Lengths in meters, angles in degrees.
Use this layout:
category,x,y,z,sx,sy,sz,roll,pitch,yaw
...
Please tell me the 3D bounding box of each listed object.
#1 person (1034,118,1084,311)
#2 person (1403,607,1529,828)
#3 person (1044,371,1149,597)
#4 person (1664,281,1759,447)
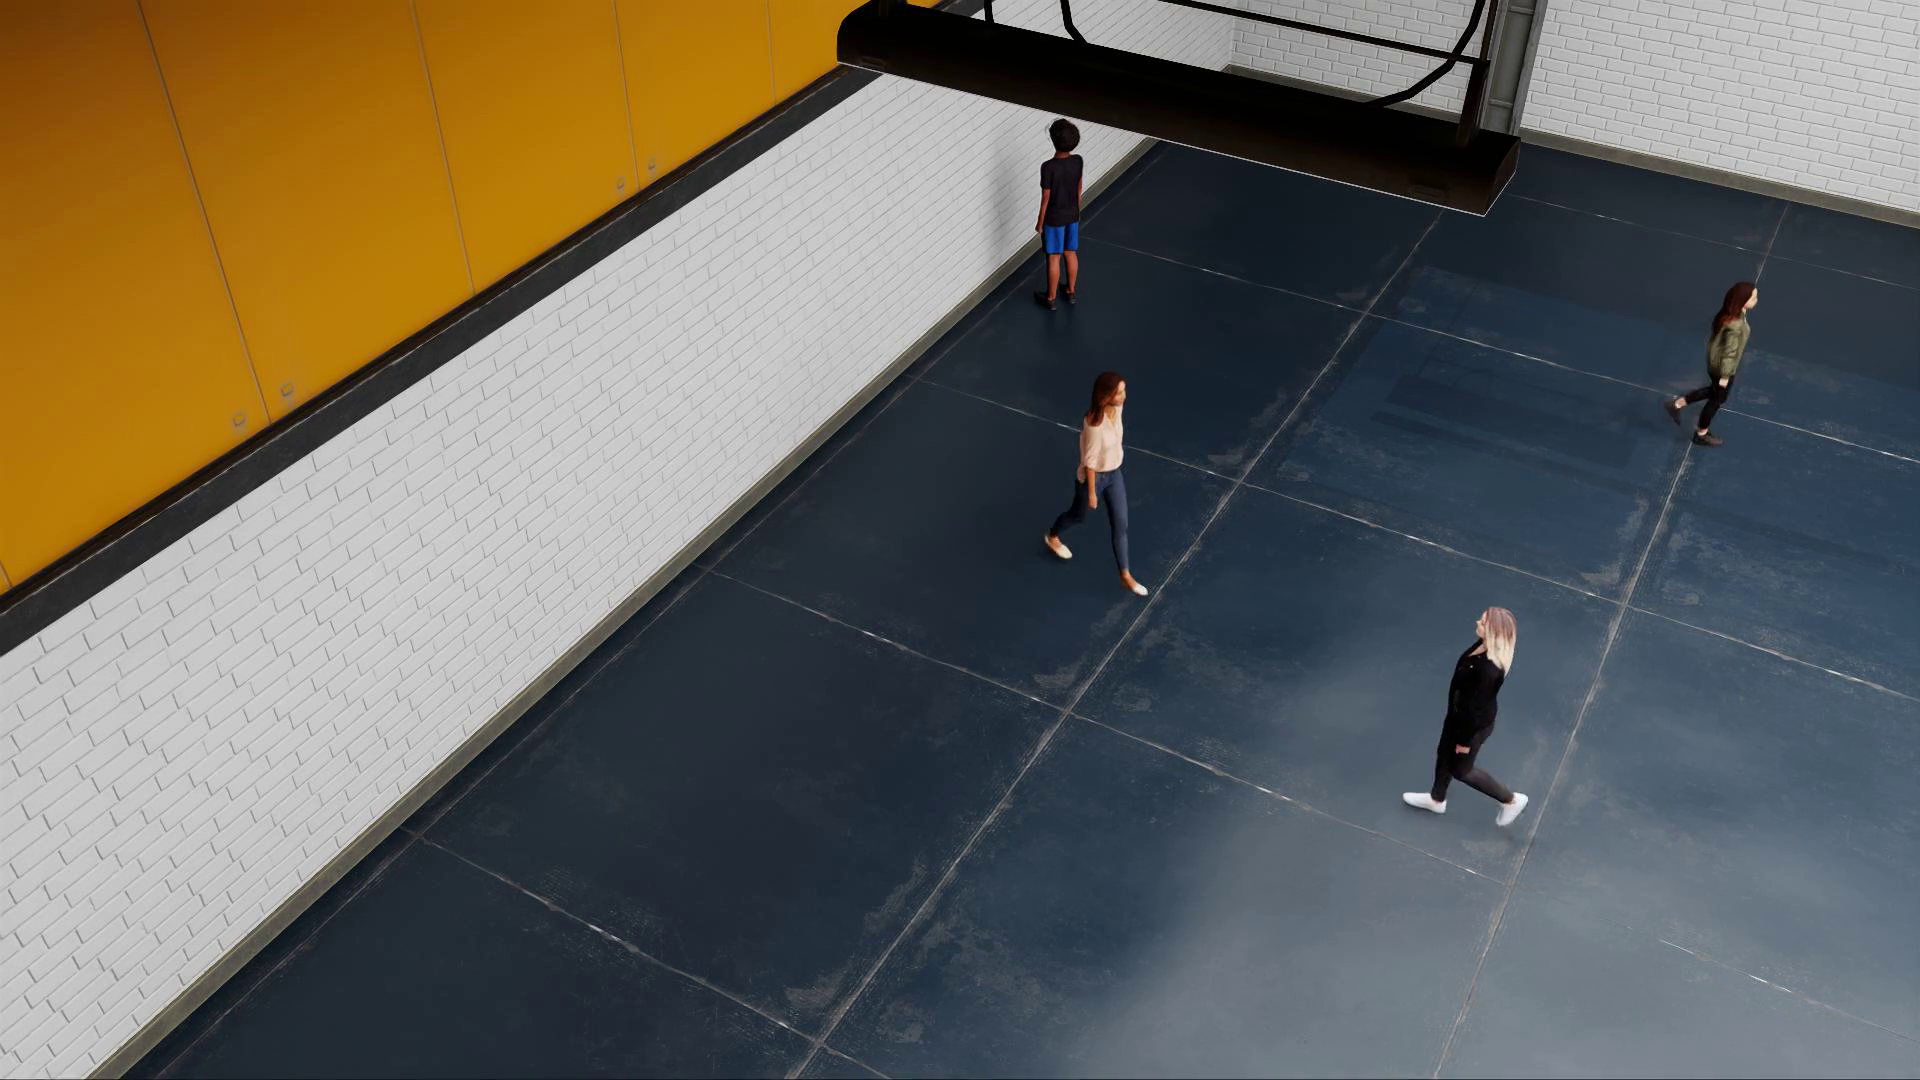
category,x,y,z,sx,sy,sz,roll,pitch,yaw
person,0.902,-2.902,14.839,0.707,1.800,0.733,-20,43,-23
person,3.139,1.105,9.931,0.988,1.665,0.720,13,40,16
person,0.908,-0.452,11.818,1.217,1.742,0.771,28,47,31
person,5.996,-1.404,13.232,0.772,1.464,0.642,14,41,17
